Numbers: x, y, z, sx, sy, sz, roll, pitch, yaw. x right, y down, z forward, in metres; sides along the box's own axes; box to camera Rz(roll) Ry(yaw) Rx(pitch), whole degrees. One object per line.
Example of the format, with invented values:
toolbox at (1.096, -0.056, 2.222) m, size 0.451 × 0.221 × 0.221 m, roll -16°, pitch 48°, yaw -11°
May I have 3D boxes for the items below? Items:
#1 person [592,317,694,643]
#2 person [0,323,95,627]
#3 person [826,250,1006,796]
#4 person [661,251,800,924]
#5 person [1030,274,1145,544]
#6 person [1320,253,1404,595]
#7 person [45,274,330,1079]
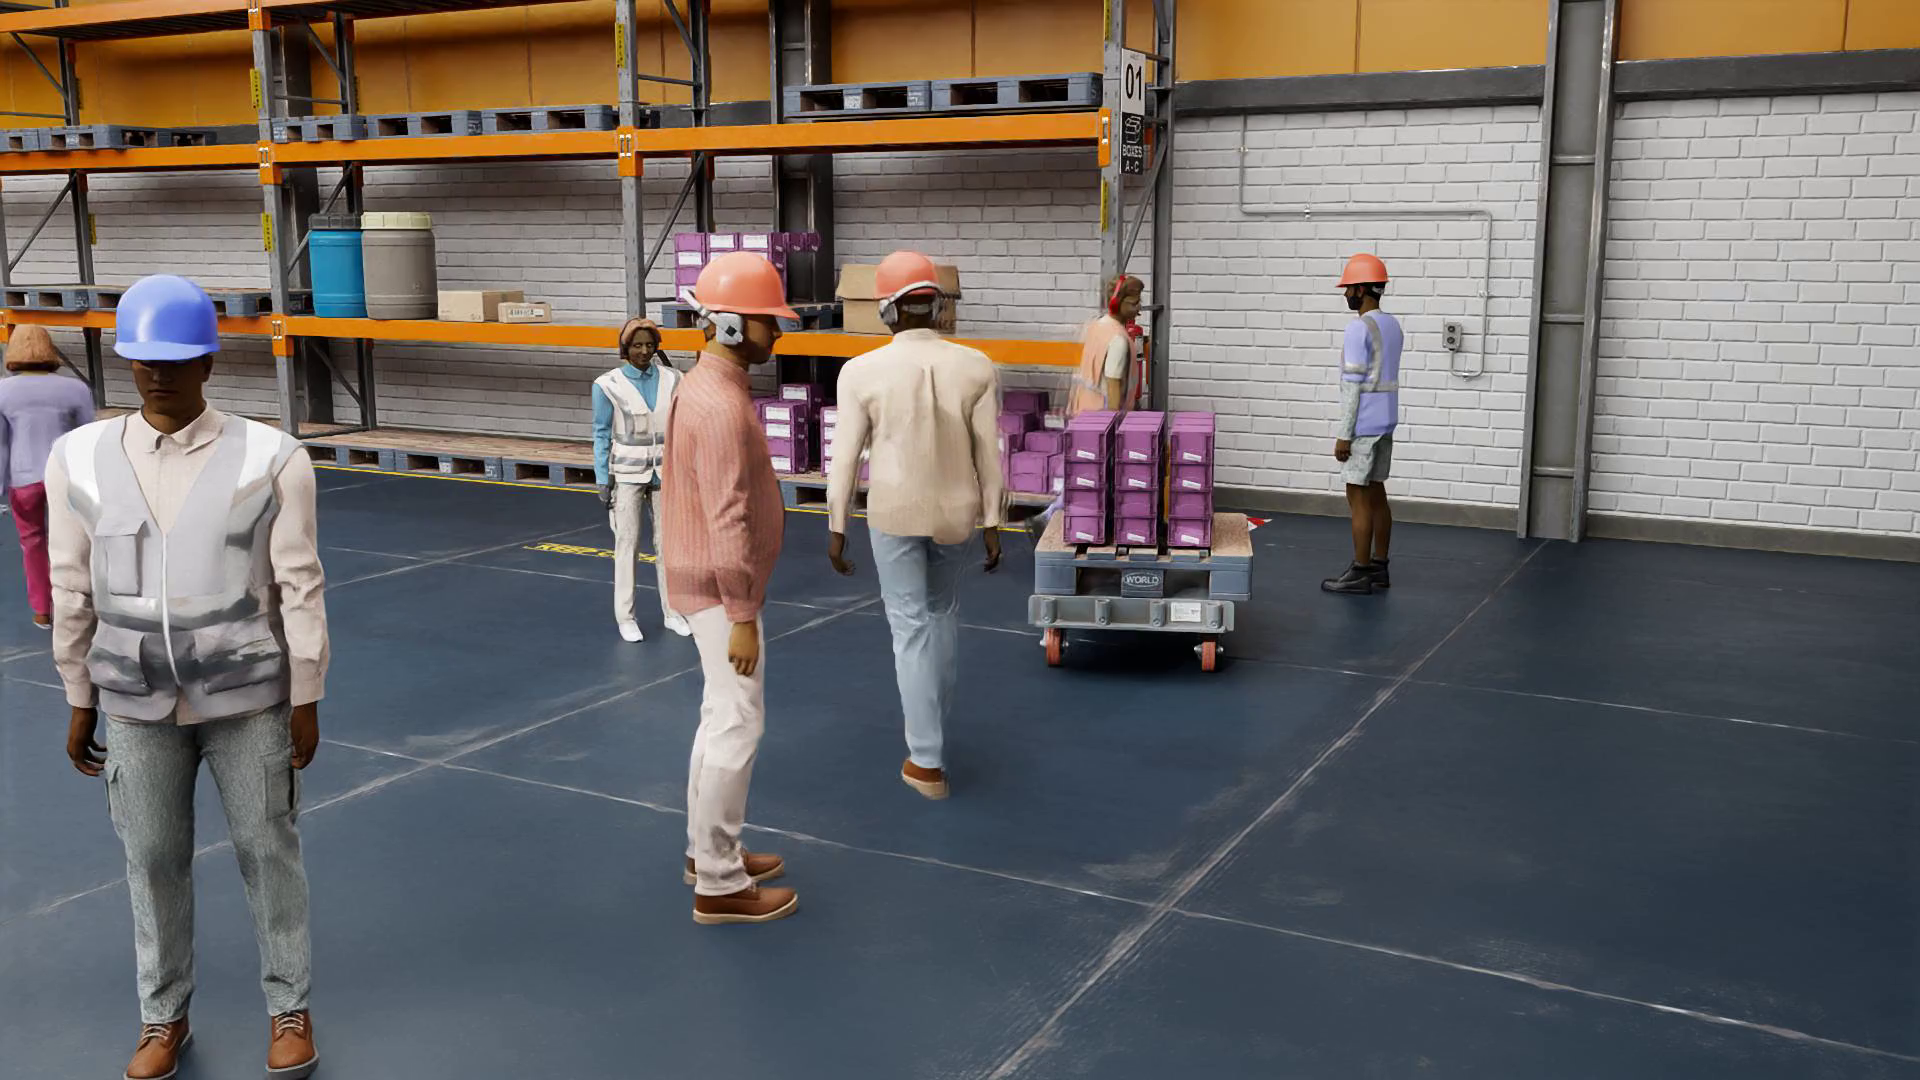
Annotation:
person at (-1.589, -0.301, 8.353) m, size 0.524 × 1.631 × 0.315 m, roll -7°, pitch 13°, yaw -35°
person at (-4.604, -0.294, 8.392) m, size 0.513 × 1.600 × 0.818 m, roll -7°, pitch 12°, yaw -32°
person at (-0.197, -0.086, 6.231) m, size 0.641 × 1.962 × 0.843 m, roll -4°, pitch 11°, yaw -20°
person at (-0.670, 0.148, 4.930) m, size 0.410 × 1.979 × 0.629 m, roll -2°, pitch 11°, yaw -13°
person at (0.860, -0.728, 10.197) m, size 0.752 × 1.801 × 0.617 m, roll -2°, pitch 11°, yaw -12°
person at (2.291, -0.656, 9.485) m, size 0.392 × 1.929 × 0.547 m, roll 8°, pitch 13°, yaw 37°
person at (-1.798, 0.356, 3.912) m, size 0.605 × 1.940 × 0.420 m, roll -2°, pitch 10°, yaw -9°
